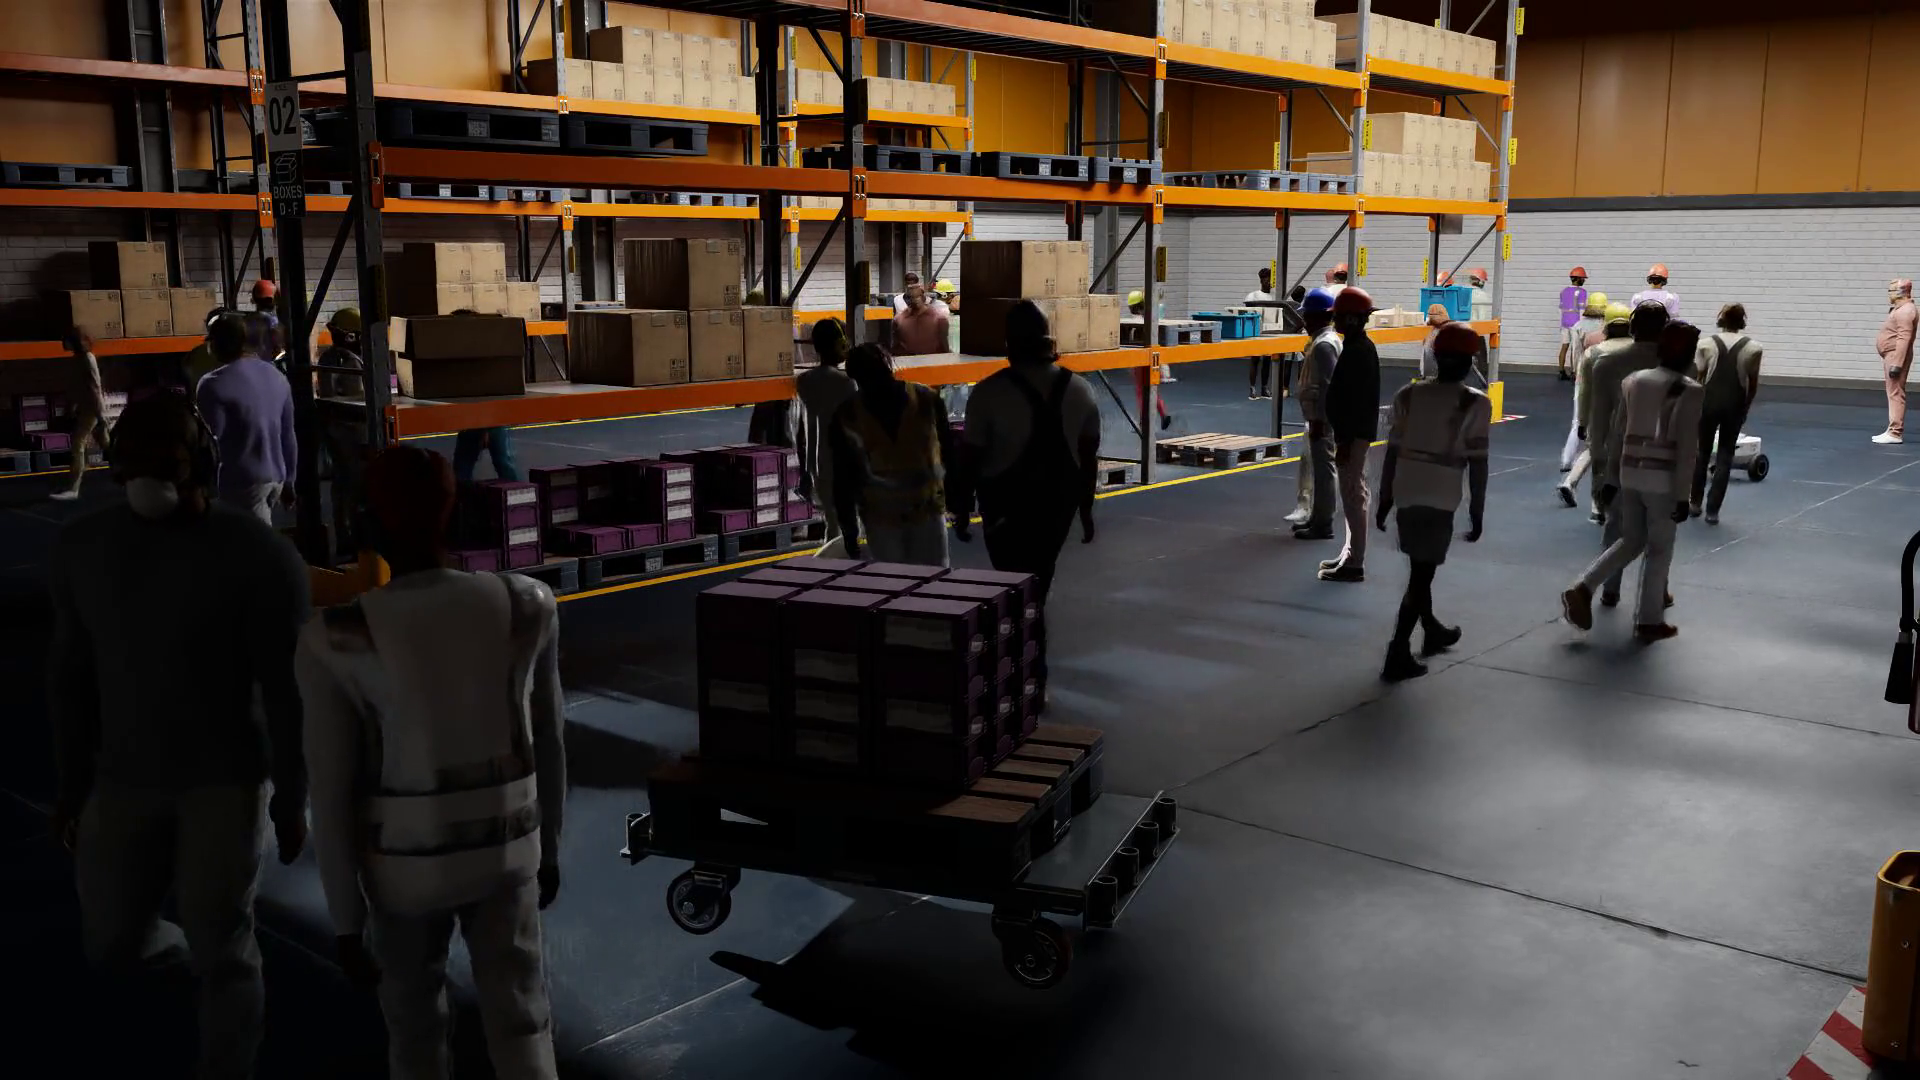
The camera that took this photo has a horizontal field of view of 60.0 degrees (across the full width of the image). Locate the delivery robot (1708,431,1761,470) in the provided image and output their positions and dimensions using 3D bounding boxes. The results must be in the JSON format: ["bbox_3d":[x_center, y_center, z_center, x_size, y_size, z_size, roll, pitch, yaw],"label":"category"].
[{"bbox_3d":[7.421,-0.889,16.115,0.707,0.478,0.477,-6,11,-32],"label":"delivery robot"}]

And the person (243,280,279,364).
[{"bbox_3d":[-7.161,-1.718,17.209,0.576,1.921,0.417,6,11,29],"label":"person"}]

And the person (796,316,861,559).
[{"bbox_3d":[-0.800,-0.400,9.923,0.661,1.854,0.531,-10,14,-44],"label":"person"}]

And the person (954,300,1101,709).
[{"bbox_3d":[0.284,-0.230,8.418,0.702,2.000,0.984,-4,11,-23],"label":"person"}]

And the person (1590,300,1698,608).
[{"bbox_3d":[4.267,-0.528,10.424,0.627,1.934,0.371,6,12,31],"label":"person"}]

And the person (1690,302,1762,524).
[{"bbox_3d":[6.327,-1.062,13.811,0.522,1.802,0.864,5,11,25],"label":"person"}]

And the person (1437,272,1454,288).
[{"bbox_3d":[6.616,-2.701,22.810,0.543,1.932,0.384,8,13,38],"label":"person"}]

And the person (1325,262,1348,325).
[{"bbox_3d":[5.765,-3.194,25.282,0.609,2.044,0.396,1,10,7],"label":"person"}]

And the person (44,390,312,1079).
[{"bbox_3d":[-1.868,0.590,4.062,0.647,1.927,0.574,0,10,3],"label":"person"}]

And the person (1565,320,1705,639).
[{"bbox_3d":[3.871,-0.322,9.478,0.667,1.860,0.593,-4,11,-21],"label":"person"}]

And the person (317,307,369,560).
[{"bbox_3d":[-4.421,-0.772,12.109,0.403,1.828,0.588,-9,13,-42],"label":"person"}]

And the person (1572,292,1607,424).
[{"bbox_3d":[7.378,-2.005,19.373,0.486,1.744,0.294,8,13,37],"label":"person"}]

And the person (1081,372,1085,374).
[{"bbox_3d":[2.118,-3.872,29.938,0.315,1.767,0.535,2,10,10],"label":"person"}]

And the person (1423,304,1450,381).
[{"bbox_3d":[5.345,-1.842,18.756,0.284,1.633,0.497,-1,10,-4],"label":"person"}]

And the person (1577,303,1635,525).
[{"bbox_3d":[5.294,-1.002,13.448,0.600,1.812,0.477,2,10,11],"label":"person"}]

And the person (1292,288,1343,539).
[{"bbox_3d":[2.800,-0.979,12.945,0.400,1.949,0.605,2,10,11],"label":"person"}]

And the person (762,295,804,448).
[{"bbox_3d":[-1.871,-1.635,17.162,0.625,1.789,0.984,9,13,41],"label":"person"}]

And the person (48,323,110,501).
[{"bbox_3d":[-7.789,-1.165,14.980,0.806,1.591,0.554,-6,12,-32],"label":"person"}]

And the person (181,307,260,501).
[{"bbox_3d":[-5.179,-0.728,11.830,0.627,1.842,0.428,3,10,15],"label":"person"}]

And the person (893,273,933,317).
[{"bbox_3d":[-0.669,-2.787,23.333,0.587,1.915,0.392,3,10,14],"label":"person"}]

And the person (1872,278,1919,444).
[{"bbox_3d":[10.813,-2.064,19.245,0.405,1.904,0.653,6,11,29],"label":"person"}]

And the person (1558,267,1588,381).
[{"bbox_3d":[10.422,-3.662,28.259,0.376,1.934,0.547,-5,11,-25],"label":"person"}]

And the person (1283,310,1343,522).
[{"bbox_3d":[3.098,-1.083,13.917,0.971,1.818,0.549,-8,13,-40],"label":"person"}]

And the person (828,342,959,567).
[{"bbox_3d":[-0.314,-0.112,8.470,0.706,1.791,0.466,-1,10,-4],"label":"person"}]

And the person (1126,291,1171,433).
[{"bbox_3d":[2.249,-2.152,20.206,0.542,1.739,0.525,-9,13,-42],"label":"person"}]

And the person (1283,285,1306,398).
[{"bbox_3d":[5.069,-2.975,25.026,0.535,1.697,0.318,7,12,35],"label":"person"}]

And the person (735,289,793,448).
[{"bbox_3d":[-1.868,-1.463,15.920,1.002,1.880,0.607,-9,13,-41],"label":"person"}]

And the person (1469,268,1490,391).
[{"bbox_3d":[7.868,-3.164,25.409,0.975,1.941,0.611,-7,12,-35],"label":"person"}]

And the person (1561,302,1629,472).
[{"bbox_3d":[6.398,-1.519,16.699,0.675,1.718,0.534,-6,11,-30],"label":"person"}]

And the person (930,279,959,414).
[{"bbox_3d":[-0.225,-2.631,22.673,0.404,1.835,0.589,-3,10,-17],"label":"person"}]

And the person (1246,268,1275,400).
[{"bbox_3d":[4.567,-3.057,24.755,0.647,1.960,0.454,-6,11,-29],"label":"person"}]

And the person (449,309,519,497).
[{"bbox_3d":[-3.697,-0.846,12.628,0.597,1.783,0.985,6,12,30],"label":"person"}]

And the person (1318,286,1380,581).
[{"bbox_3d":[2.649,-0.716,11.308,0.379,1.996,0.611,3,10,17],"label":"person"}]

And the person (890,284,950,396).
[{"bbox_3d":[-0.430,-1.767,17.672,0.656,1.883,0.636,1,10,8],"label":"person"}]

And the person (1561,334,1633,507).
[{"bbox_3d":[5.625,-1.078,14.468,0.785,1.613,0.513,-6,12,-30],"label":"person"}]

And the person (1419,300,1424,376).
[{"bbox_3d":[8.338,-3.710,29.366,0.514,1.644,0.307,4,11,21],"label":"person"}]

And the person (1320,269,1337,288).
[{"bbox_3d":[6.182,-3.542,27.658,0.409,1.908,0.649,-6,12,-31],"label":"person"}]

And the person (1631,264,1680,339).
[{"bbox_3d":[9.269,-2.656,22.226,0.605,2.044,0.375,5,11,28],"label":"person"}]

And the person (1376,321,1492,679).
[{"bbox_3d":[2.546,-0.226,8.924,0.978,1.870,0.552,-10,14,-43],"label":"person"}]

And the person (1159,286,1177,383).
[{"bbox_3d":[3.298,-3.404,27.691,0.740,1.608,0.531,-6,12,-32],"label":"person"}]

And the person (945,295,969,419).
[{"bbox_3d":[-0.027,-2.420,22.045,0.500,1.633,0.286,5,11,27],"label":"person"}]

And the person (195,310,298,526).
[{"bbox_3d":[-4.024,-0.289,9.113,0.834,1.910,0.651,2,10,12],"label":"person"}]

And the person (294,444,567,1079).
[{"bbox_3d":[-1.063,0.725,3.528,0.569,1.855,0.853,-6,11,-29],"label":"person"}]

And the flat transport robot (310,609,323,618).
[{"bbox_3d":[-3.703,0.526,9.146,1.431,0.197,0.652,0,10,-3],"label":"flat transport robot"}]

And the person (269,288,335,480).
[{"bbox_3d":[-6.477,-1.511,16.181,1.017,1.875,0.606,4,11,24],"label":"person"}]
